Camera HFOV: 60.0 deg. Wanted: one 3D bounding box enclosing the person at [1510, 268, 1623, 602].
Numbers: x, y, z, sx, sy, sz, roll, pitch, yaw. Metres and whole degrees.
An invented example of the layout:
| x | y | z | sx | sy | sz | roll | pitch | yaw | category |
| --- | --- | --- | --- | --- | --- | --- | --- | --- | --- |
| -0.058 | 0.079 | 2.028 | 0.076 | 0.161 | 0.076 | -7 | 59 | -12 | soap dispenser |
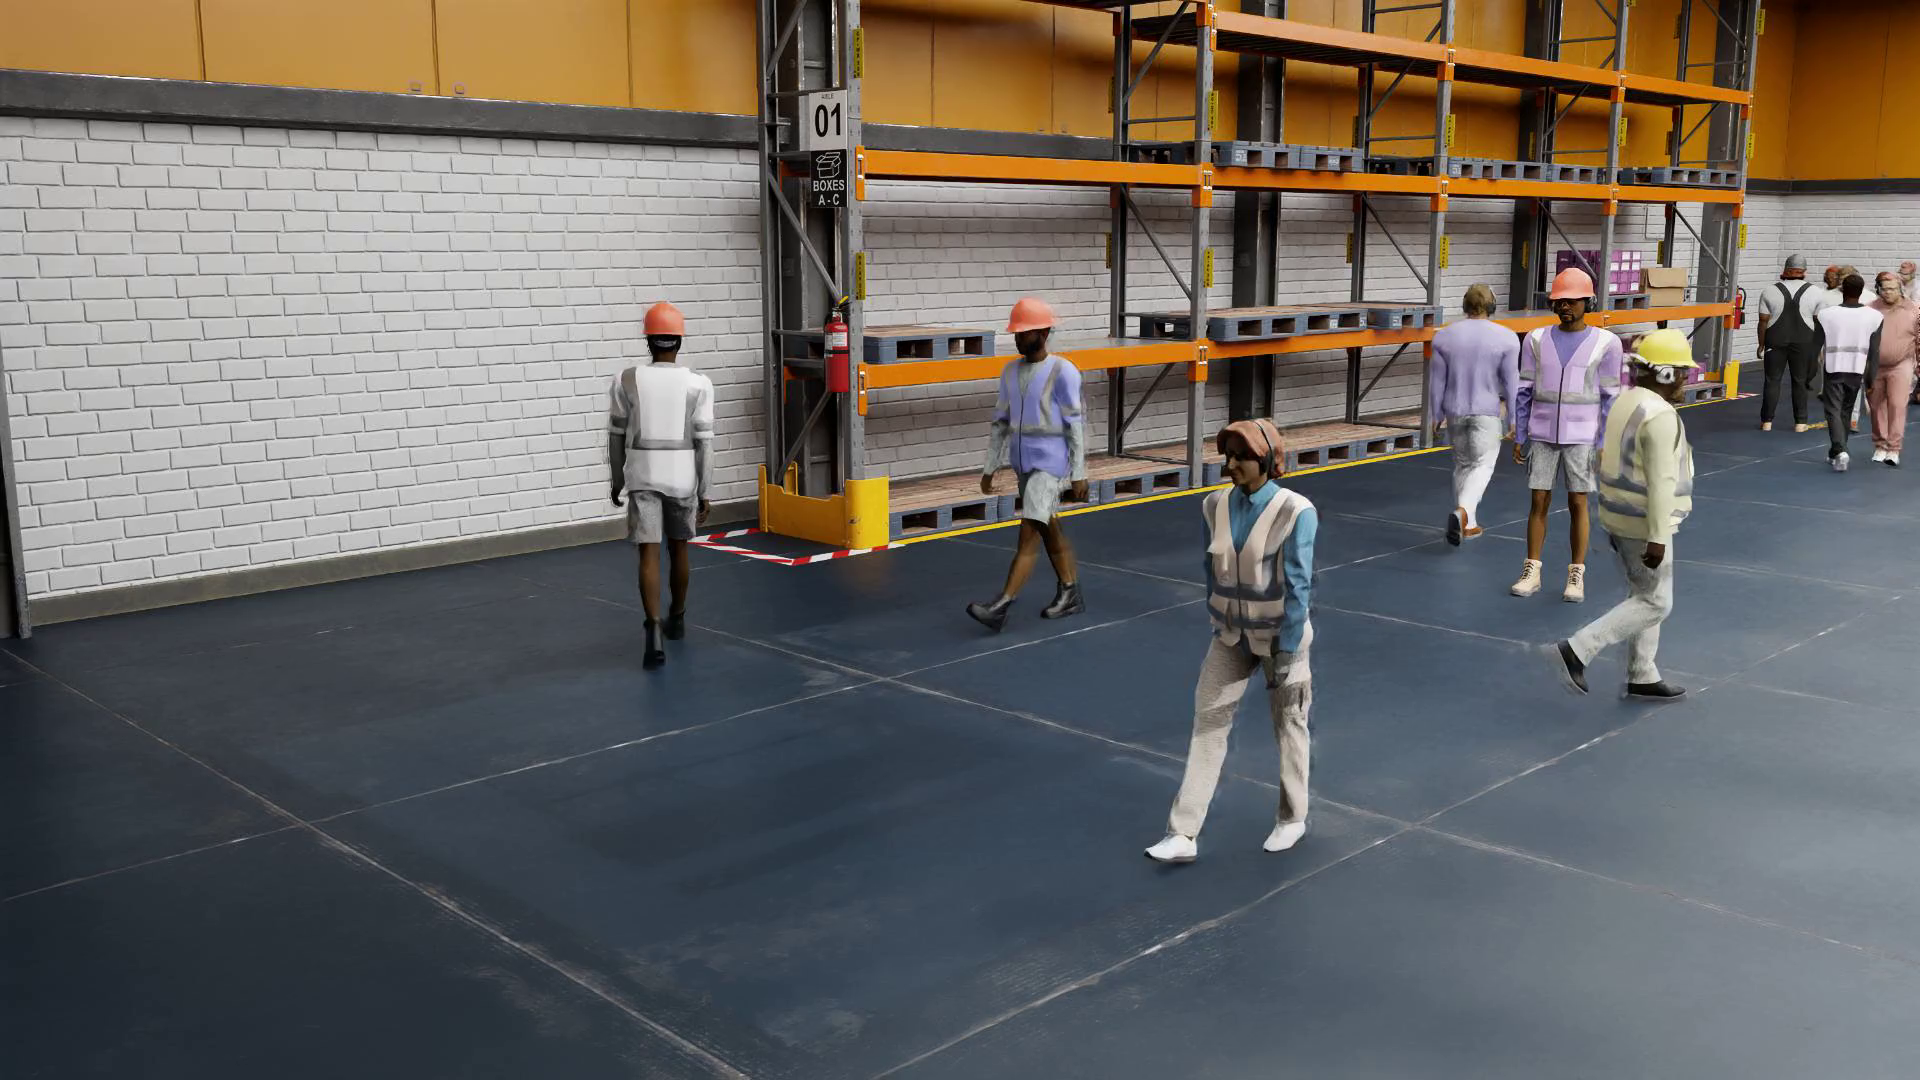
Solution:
| x | y | z | sx | sy | sz | roll | pitch | yaw | category |
| --- | --- | --- | --- | --- | --- | --- | --- | --- | --- |
| 3.709 | -0.640 | 10.226 | 0.608 | 2.044 | 0.370 | 7 | 12 | 32 | person |

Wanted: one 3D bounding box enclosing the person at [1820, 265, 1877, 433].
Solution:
| x | y | z | sx | sy | sz | roll | pitch | yaw | category |
| --- | --- | --- | --- | --- | --- | --- | --- | --- | --- |
| 10.029 | -2.152 | 18.853 | 0.641 | 1.899 | 0.875 | 5 | 12 | 25 | person |

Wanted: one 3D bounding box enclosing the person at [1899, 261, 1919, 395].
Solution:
| x | y | z | sx | sy | sz | roll | pitch | yaw | category |
| --- | --- | --- | --- | --- | --- | --- | --- | --- | --- |
| 13.145 | -2.952 | 23.297 | 0.680 | 1.873 | 0.667 | 0 | 10 | 0 | person |

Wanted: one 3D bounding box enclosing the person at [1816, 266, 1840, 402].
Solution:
| x | y | z | sx | sy | sz | roll | pitch | yaw | category |
| --- | --- | --- | --- | --- | --- | --- | --- | --- | --- |
| 11.783 | -2.785 | 22.531 | 0.589 | 1.819 | 1.034 | 8 | 13 | 37 | person |

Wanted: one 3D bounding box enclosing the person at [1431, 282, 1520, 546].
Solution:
| x | y | z | sx | sy | sz | roll | pitch | yaw | category |
| --- | --- | --- | --- | --- | --- | --- | --- | --- | --- |
| 3.688 | -0.897 | 12.004 | 0.639 | 1.914 | 0.846 | 7 | 13 | 34 | person |

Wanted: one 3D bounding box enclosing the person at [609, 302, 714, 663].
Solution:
| x | y | z | sx | sy | sz | roll | pitch | yaw | category |
| --- | --- | --- | --- | --- | --- | --- | --- | --- | --- |
| -1.589 | -0.315 | 8.897 | 0.565 | 1.900 | 0.992 | -2 | 11 | -11 | person |

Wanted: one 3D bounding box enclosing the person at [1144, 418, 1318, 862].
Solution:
| x | y | z | sx | sy | sz | roll | pitch | yaw | category |
| --- | --- | --- | --- | --- | --- | --- | --- | --- | --- |
| 0.994 | 0.382 | 5.876 | 0.516 | 1.598 | 0.825 | 10 | 14 | 43 | person |

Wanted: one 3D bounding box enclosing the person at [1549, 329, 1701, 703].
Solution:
| x | y | z | sx | sy | sz | roll | pitch | yaw | category |
| --- | --- | --- | --- | --- | --- | --- | --- | --- | --- |
| 3.178 | -0.095 | 7.876 | 0.605 | 1.808 | 0.601 | 1 | 10 | 5 | person |

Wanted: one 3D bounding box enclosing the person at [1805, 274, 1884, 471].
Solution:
| x | y | z | sx | sy | sz | roll | pitch | yaw | category |
| --- | --- | --- | --- | --- | --- | --- | --- | --- | --- |
| 8.497 | -1.611 | 15.981 | 0.604 | 1.884 | 0.942 | 3 | 11 | 14 | person |

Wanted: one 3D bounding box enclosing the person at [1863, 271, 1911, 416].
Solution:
| x | y | z | sx | sy | sz | roll | pitch | yaw | category |
| --- | --- | --- | --- | --- | --- | --- | --- | --- | --- |
| 11.593 | -2.483 | 20.949 | 0.640 | 1.809 | 0.888 | 4 | 11 | 19 | person |

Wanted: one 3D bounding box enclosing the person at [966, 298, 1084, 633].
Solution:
| x | y | z | sx | sy | sz | roll | pitch | yaw | category |
| --- | --- | --- | --- | --- | --- | --- | --- | --- | --- |
| 0.366 | -0.426 | 9.484 | 1.000 | 1.881 | 0.574 | -9 | 14 | -41 | person |

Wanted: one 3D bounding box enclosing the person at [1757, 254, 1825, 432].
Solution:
| x | y | z | sx | sy | sz | roll | pitch | yaw | category |
| --- | --- | --- | --- | --- | --- | --- | --- | --- | --- |
| 9.532 | -2.271 | 19.128 | 0.687 | 2.000 | 0.535 | 5 | 12 | 26 | person |

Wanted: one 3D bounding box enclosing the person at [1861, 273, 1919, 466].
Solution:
| x | y | z | sx | sy | sz | roll | pitch | yaw | category |
| --- | --- | --- | --- | --- | --- | --- | --- | --- | --- |
| 9.041 | -1.653 | 16.242 | 0.654 | 1.862 | 0.937 | 8 | 13 | 38 | person |
